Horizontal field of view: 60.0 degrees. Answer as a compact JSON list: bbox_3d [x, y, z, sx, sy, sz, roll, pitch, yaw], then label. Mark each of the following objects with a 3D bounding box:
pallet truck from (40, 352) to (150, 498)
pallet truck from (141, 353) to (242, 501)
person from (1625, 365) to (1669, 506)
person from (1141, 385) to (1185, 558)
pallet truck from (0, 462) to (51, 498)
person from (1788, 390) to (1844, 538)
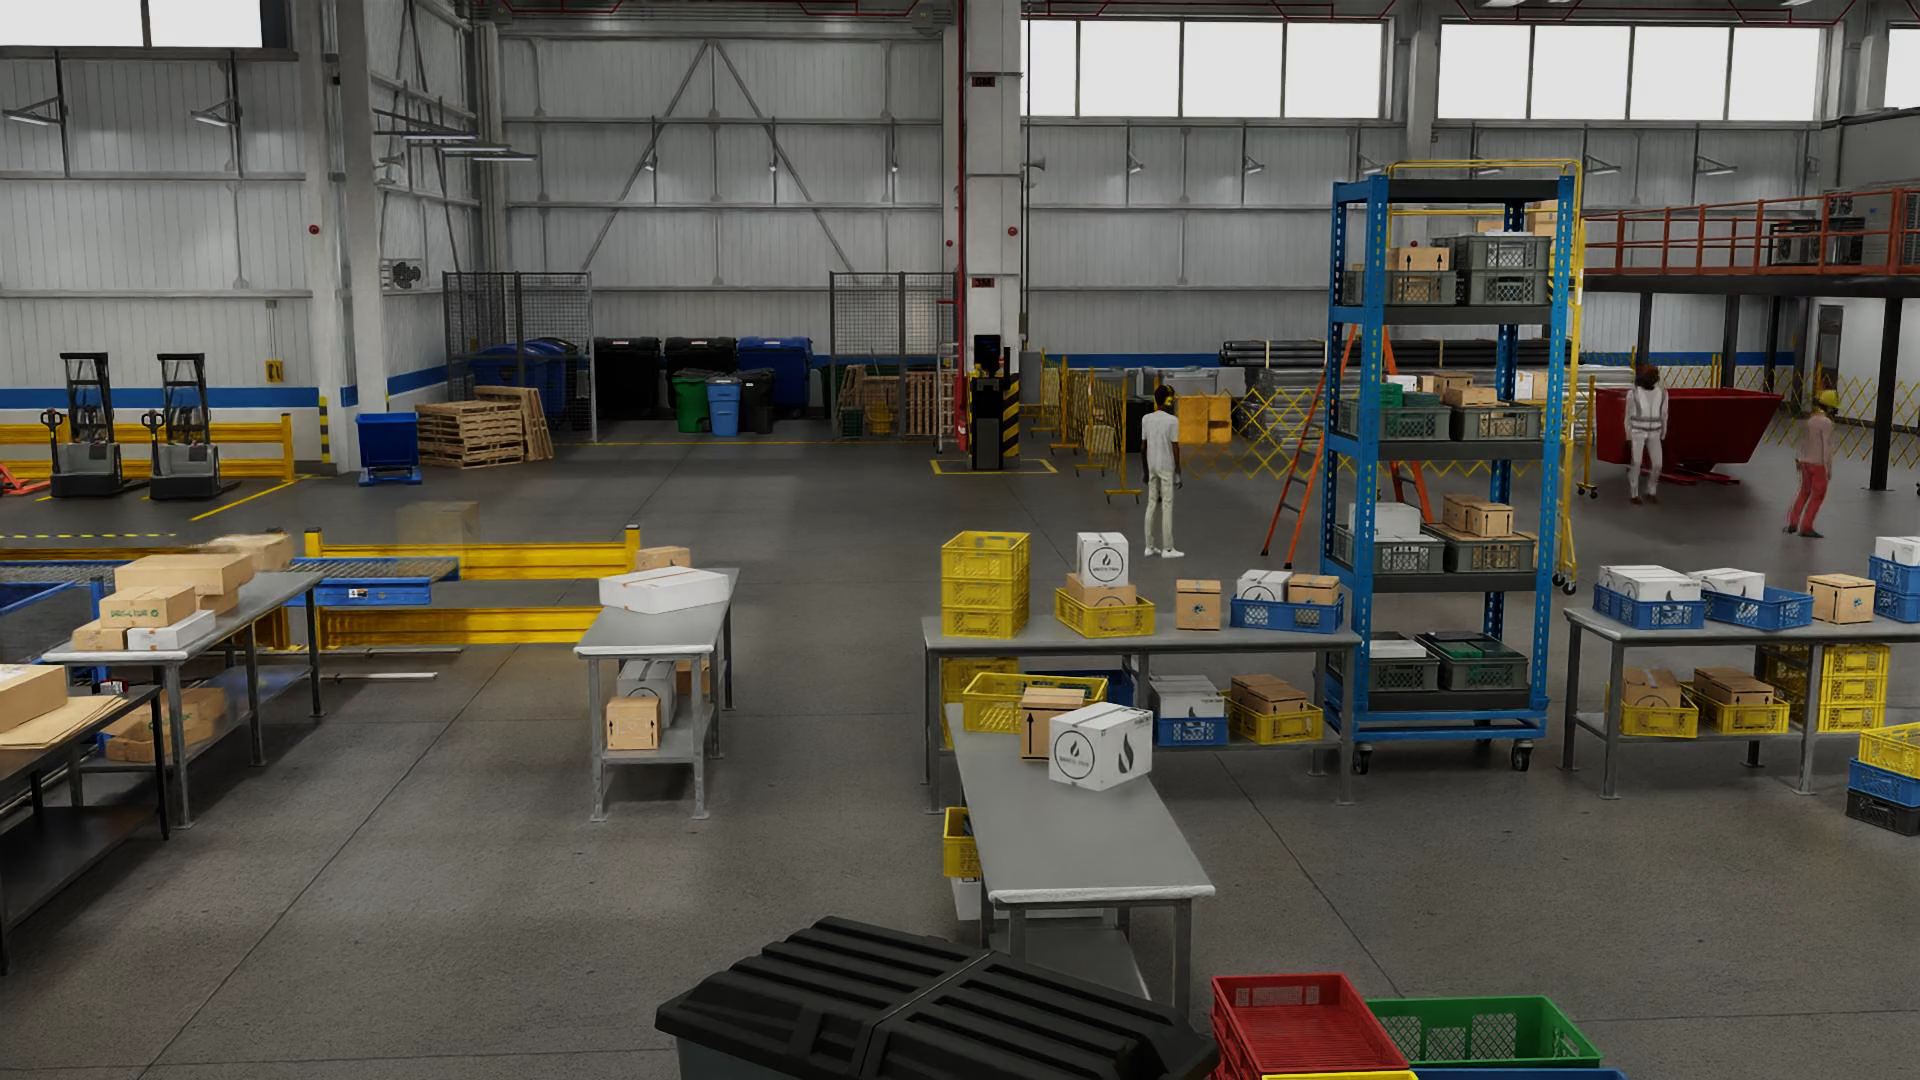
[{"bbox_3d":[-11.907,-1.642,23.165,0.823,1.965,1.885,0,9,0],"label":"pallet truck"},{"bbox_3d":[-10.520,-1.604,22.925,0.823,1.965,1.885,-1,9,-6],"label":"pallet truck"},{"bbox_3d":[8.978,-1.353,21.769,0.593,1.866,0.537,0,9,1],"label":"person"},{"bbox_3d":[2.176,-0.732,17.873,0.512,1.865,0.329,9,12,43],"label":"person"},{"bbox_3d":[-13.193,-1.293,23.148,0.653,1.274,1.630,-1,9,-4],"label":"pallet truck"},{"bbox_3d":[9.917,-0.886,19.284,0.357,1.720,0.716,0,9,2],"label":"person"}]
